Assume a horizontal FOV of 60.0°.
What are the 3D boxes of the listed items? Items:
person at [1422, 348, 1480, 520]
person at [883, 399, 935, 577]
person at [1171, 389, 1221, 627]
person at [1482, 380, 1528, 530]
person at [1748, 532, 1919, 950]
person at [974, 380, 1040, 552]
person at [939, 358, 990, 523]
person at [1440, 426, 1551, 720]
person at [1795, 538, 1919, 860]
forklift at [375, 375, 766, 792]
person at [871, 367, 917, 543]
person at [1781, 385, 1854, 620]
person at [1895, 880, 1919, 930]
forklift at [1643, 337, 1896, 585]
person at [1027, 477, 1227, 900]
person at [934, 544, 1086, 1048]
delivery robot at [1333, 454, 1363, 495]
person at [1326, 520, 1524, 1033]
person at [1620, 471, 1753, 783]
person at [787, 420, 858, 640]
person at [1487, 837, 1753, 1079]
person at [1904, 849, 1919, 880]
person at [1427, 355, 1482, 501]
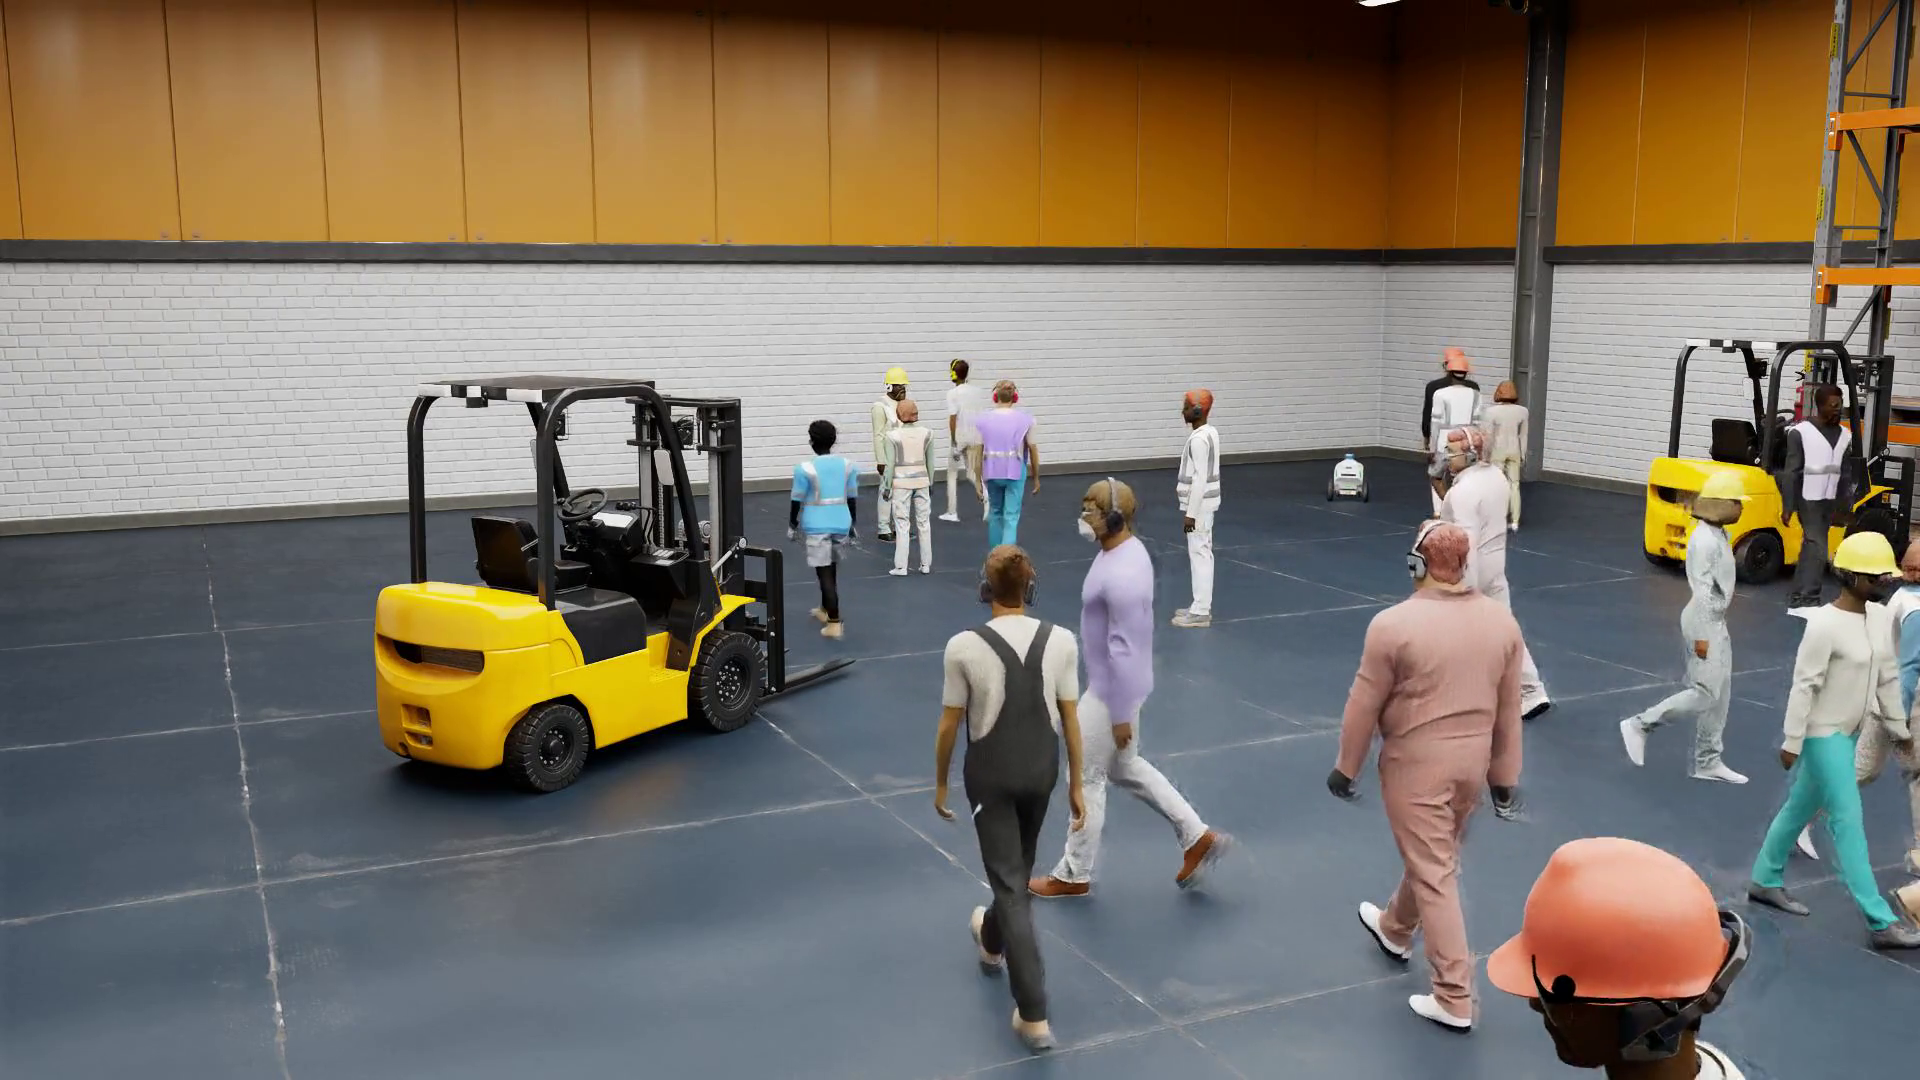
[{"bbox_3d":[5.509,-1.174,18.653,0.649,1.939,1.006,4,10,25],"label":"person"},{"bbox_3d":[-0.464,-0.474,15.277,0.514,1.638,0.310,-4,10,-25],"label":"person"},{"bbox_3d":[1.875,-0.255,13.154,0.356,1.883,0.573,3,9,15],"label":"person"},{"bbox_3d":[5.884,-0.908,17.979,0.507,1.632,0.265,-1,9,-9],"label":"person"},{"bbox_3d":[3.747,0.820,6.968,0.536,1.722,0.881,-7,11,-37],"label":"person"},{"bbox_3d":[0.443,-0.557,15.248,0.570,1.816,0.779,3,9,15],"label":"person"},{"bbox_3d":[0.082,-1.095,18.507,0.517,1.847,0.749,-7,12,-39],"label":"person"},{"bbox_3d":[3.253,0.210,10.368,0.665,1.857,0.942,-9,13,-44],"label":"person"},{"bbox_3d":[4.293,0.762,7.738,0.813,1.599,0.522,3,10,20],"label":"person"},{"bbox_3d":[-2.268,0.149,9.685,1.214,2.155,2.313,6,11,32],"label":"forklift"},{"bbox_3d":[-0.669,-0.879,17.220,0.403,1.825,0.591,6,11,32],"label":"person"},{"bbox_3d":[6.904,-0.279,13.229,0.621,1.900,0.660,-4,10,-23],"label":"person"},{"bbox_3d":[4.295,0.796,6.854,0.808,1.815,0.627,0,9,-1],"label":"person"},{"bbox_3d":[7.551,-0.789,15.507,2.313,2.155,1.214,-4,10,-25],"label":"forklift"},{"bbox_3d":[0.735,0.668,7.332,0.837,1.920,0.637,1,9,8],"label":"person"},{"bbox_3d":[0.176,0.905,6.260,0.524,1.780,1.000,-3,10,-18],"label":"person"},{"bbox_3d":[4.772,-0.809,20.408,0.477,0.478,0.707,2,10,14],"label":"delivery robot"},{"bbox_3d":[1.736,0.847,6.388,0.650,1.862,0.977,-4,10,-23],"label":"person"},{"bbox_3d":[4.026,0.470,9.107,0.566,1.725,0.487,6,11,33],"label":"person"},{"bbox_3d":[-1.098,-0.094,12.845,0.543,1.660,0.814,-7,11,-35],"label":"person"},{"bbox_3d":[0.905,1.400,2.491,0.852,2.003,0.650,4,10,26],"label":"person"},{"bbox_3d":[4.434,0.709,6.788,0.622,1.991,1.048,-8,12,-39],"label":"person"},{"bbox_3d":[5.236,-0.989,17.584,0.568,1.919,0.511,-2,9,-10],"label":"person"}]
